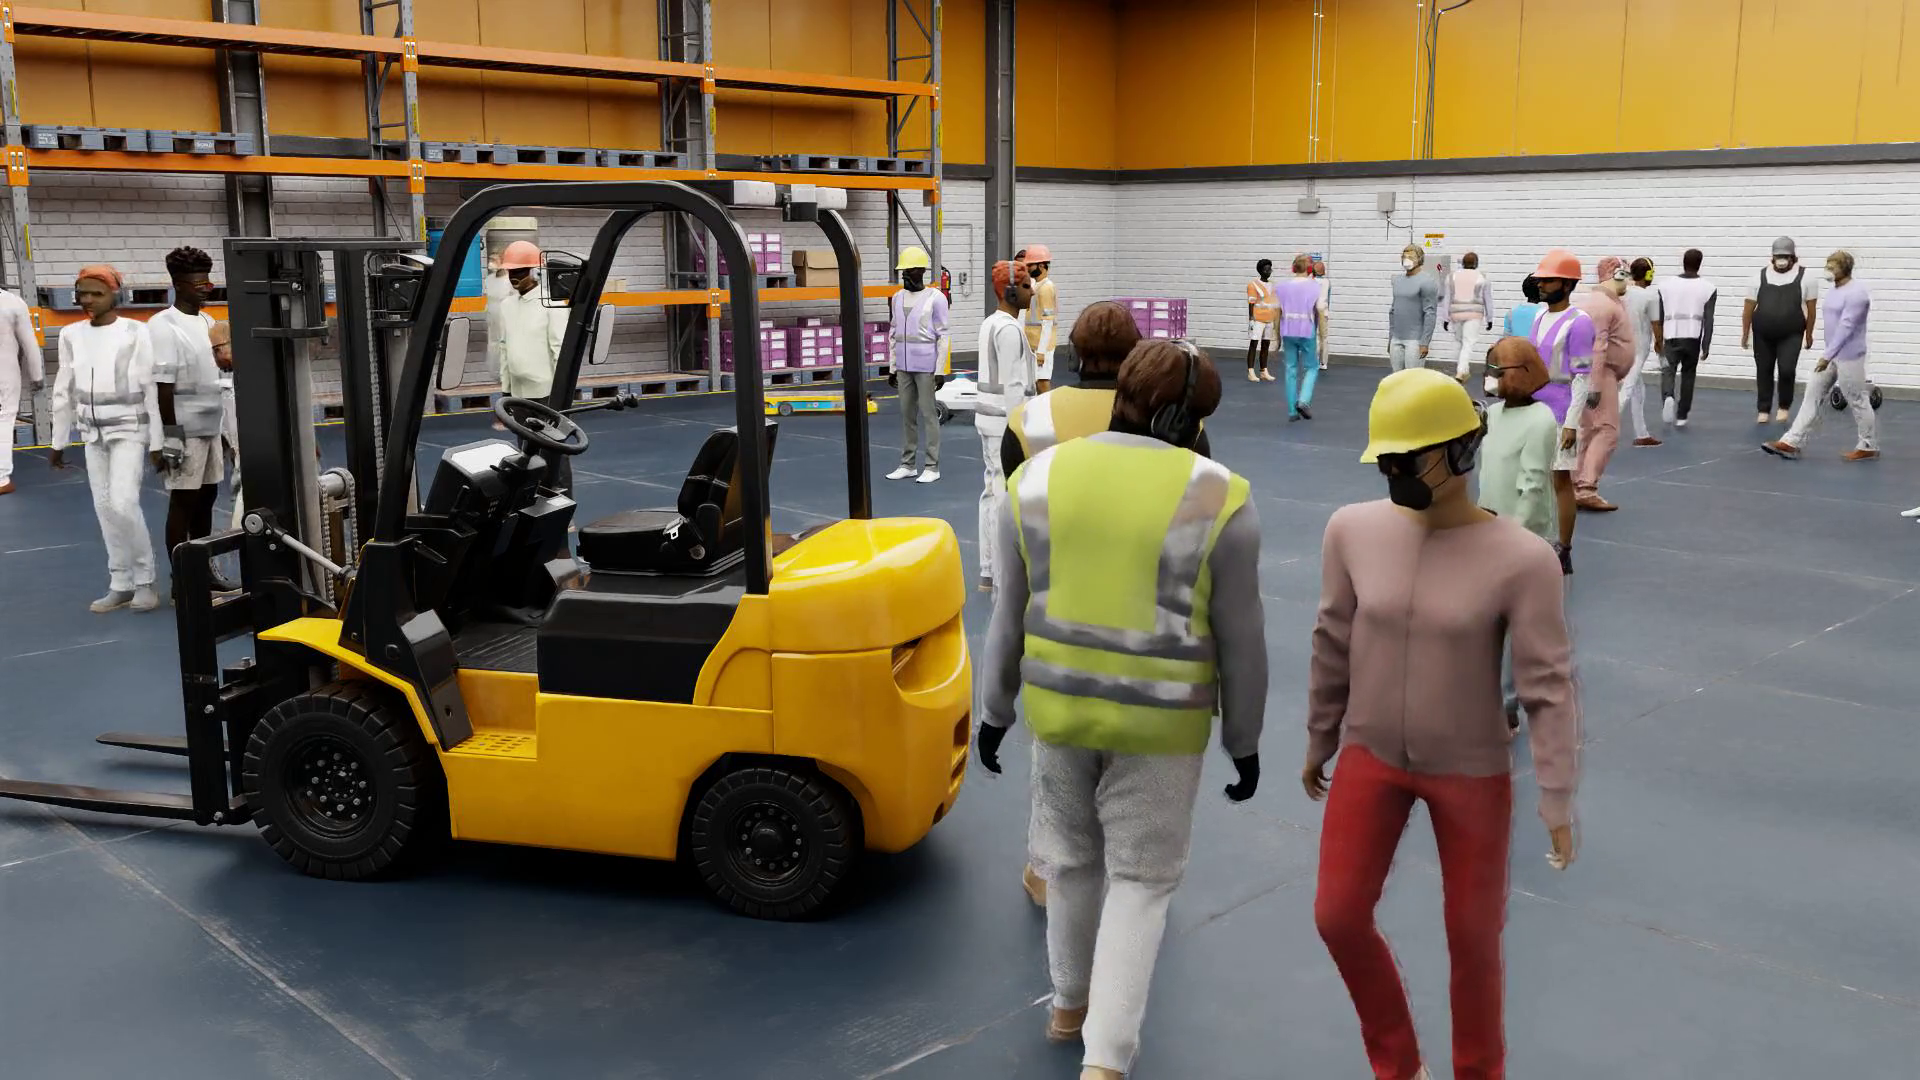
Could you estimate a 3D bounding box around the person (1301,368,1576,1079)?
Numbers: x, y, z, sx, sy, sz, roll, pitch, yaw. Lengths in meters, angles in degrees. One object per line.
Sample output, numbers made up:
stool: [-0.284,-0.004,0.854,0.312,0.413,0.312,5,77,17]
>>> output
person: [1.014,0.509,3.568,0.615,1.745,0.402,6,12,30]

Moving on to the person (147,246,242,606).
person: [-4.205,-0.622,9.140,0.364,1.962,0.611,0,10,2]

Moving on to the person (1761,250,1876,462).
person: [7.784,-1.624,14.823,0.997,1.884,0.618,0,10,-2]

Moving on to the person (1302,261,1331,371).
person: [5.346,-3.346,24.890,0.522,1.636,0.310,-9,13,-39]

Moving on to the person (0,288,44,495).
person: [-7.657,-1.321,13.223,0.684,1.862,0.955,-3,11,-14]

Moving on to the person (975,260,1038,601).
person: [0.265,-0.603,9.263,0.354,1.883,0.572,-2,11,-11]

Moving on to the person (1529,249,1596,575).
person: [3.517,-0.752,9.922,0.353,1.940,0.546,-3,11,-15]

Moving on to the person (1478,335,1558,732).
person: [2.206,-0.008,6.713,0.326,1.628,0.523,-3,11,-14]

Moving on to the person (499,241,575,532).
person: [-2.888,-1.015,11.239,0.617,1.985,0.410,7,12,33]

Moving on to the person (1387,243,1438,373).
person: [4.531,-2.011,16.785,0.360,1.939,0.635,-4,11,-22]

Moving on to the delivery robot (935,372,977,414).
delivery robot: [0.009,-1.551,17.799,0.707,0.478,0.477,2,10,10]

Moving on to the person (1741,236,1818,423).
person: [8.755,-2.254,17.834,0.710,2.000,0.540,7,13,34]

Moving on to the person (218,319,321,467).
person: [-3.695,-0.578,8.969,0.352,1.940,0.551,6,12,28]

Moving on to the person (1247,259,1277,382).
person: [4.196,-3.040,23.063,0.532,1.697,0.319,-7,12,-33]

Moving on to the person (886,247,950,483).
person: [-0.363,-1.431,13.653,0.594,1.925,0.369,8,13,39]

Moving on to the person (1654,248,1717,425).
person: [7.638,-2.129,17.563,0.588,1.889,0.720,5,11,23]

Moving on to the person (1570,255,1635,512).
person: [4.730,-1.155,12.309,0.463,1.878,0.687,3,11,17]

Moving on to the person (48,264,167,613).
person: [-4.562,-0.528,8.904,0.630,1.865,0.426,3,11,14]

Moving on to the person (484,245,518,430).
person: [-4.692,-2.123,17.434,0.653,1.924,0.586,9,14,40]

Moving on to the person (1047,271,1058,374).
person: [1.166,-3.193,24.083,0.538,1.618,0.543,2,11,12]

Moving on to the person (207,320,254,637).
person: [-3.542,-0.298,8.367,0.353,1.609,0.531,-3,11,-18]

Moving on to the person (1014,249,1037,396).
person: [0.668,-2.100,17.460,0.521,1.873,0.328,1,10,6]

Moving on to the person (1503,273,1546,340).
person: [5.061,-1.524,14.794,0.318,1.695,0.539,-6,12,-31]

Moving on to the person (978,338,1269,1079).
person: [0.356,0.435,3.862,0.688,1.798,0.752,5,12,26]

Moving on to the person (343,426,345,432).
person: [-6.012,-1.965,16.891,0.820,1.817,0.512,-6,12,-32]

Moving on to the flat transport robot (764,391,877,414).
flat transport robot: [-1.682,-1.573,18.945,1.431,0.197,0.652,-2,11,-8]

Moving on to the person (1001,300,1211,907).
person: [0.430,0.203,5.023,0.621,1.835,0.430,0,10,0]

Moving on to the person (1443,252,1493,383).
person: [6.991,-3.060,22.910,0.641,1.799,0.964,6,12,31]

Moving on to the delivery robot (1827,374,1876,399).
delivery robot: [10.371,-1.859,19.480,0.477,0.478,0.707,-1,10,-6]

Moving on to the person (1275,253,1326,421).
person: [3.692,-2.193,18.088,0.562,1.831,0.441,5,11,25]

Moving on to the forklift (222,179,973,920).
forklift: [-1.114,-0.058,5.440,2.313,2.155,1.214,2,11,13]

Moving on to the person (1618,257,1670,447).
person: [6.334,-1.752,15.701,0.951,1.830,0.519,-3,11,-18]

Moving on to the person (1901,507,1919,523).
person: [6.923,-0.981,11.703,0.286,1.746,0.487,2,11,12]

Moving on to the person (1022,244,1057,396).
person: [0.759,-1.889,16.125,0.355,1.938,0.544,-1,10,-6]
